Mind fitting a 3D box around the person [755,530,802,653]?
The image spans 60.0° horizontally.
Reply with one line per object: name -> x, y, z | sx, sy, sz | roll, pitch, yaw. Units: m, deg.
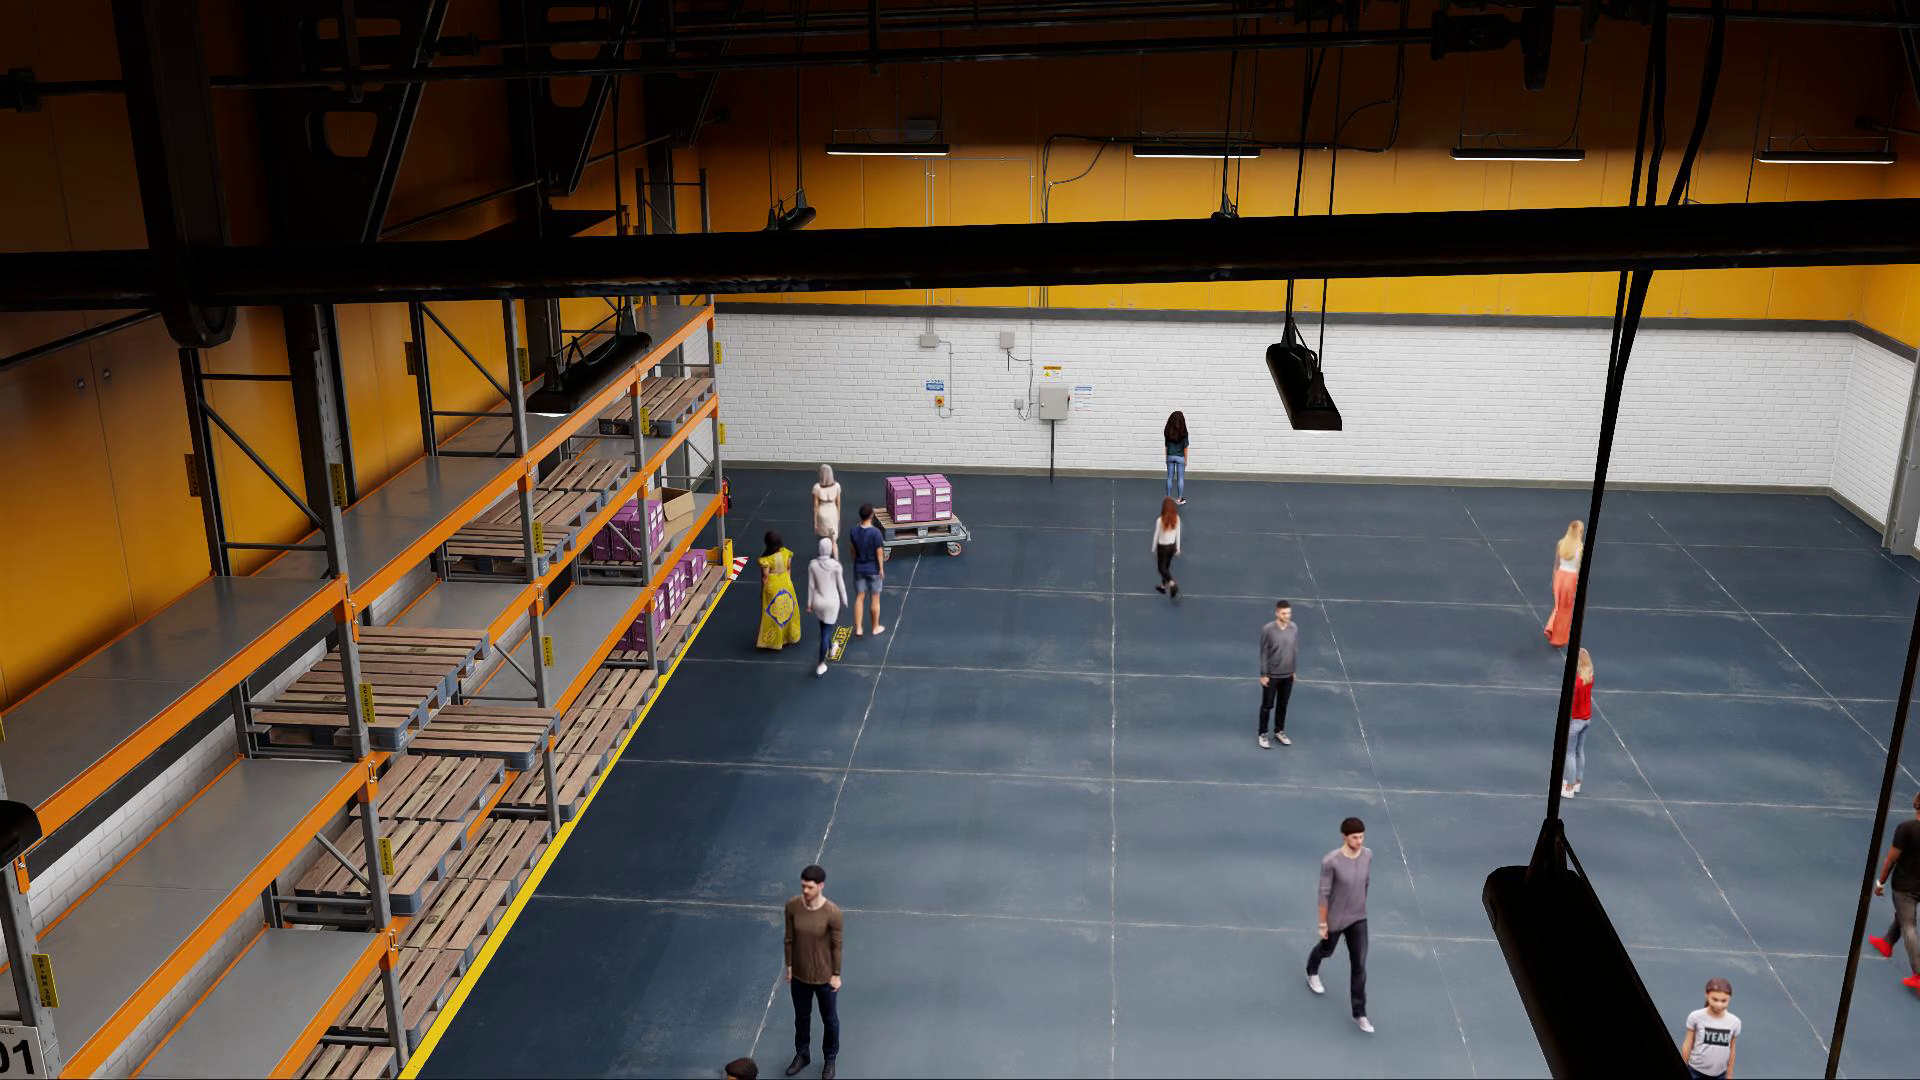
person -> -2.437, 0.652, 22.063 | 0.988, 1.661, 1.059 | -16, 25, -40

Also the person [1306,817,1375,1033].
person -> 3.236, 3.197, 14.279 | 0.993, 1.806, 1.281 | -6, 19, -17

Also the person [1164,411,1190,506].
person -> 3.667, -1.402, 28.230 | 0.675, 1.617, 0.691 | 8, 20, 22

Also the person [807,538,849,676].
person -> -1.743, 0.882, 21.270 | 0.761, 1.732, 1.147 | 5, 19, 14

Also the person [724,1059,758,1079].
person -> -1.473, 4.338, 11.564 | 0.756, 1.715, 0.741 | -17, 25, -42

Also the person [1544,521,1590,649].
person -> 7.960, 0.612, 21.971 | 0.918, 1.795, 0.861 | -12, 22, -32

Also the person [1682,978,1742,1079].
person -> 5.557, 3.952, 12.420 | 0.554, 1.562, 0.541 | 3, 19, 10

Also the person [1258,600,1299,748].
person -> 3.694, 1.532, 19.293 | 0.687, 1.761, 0.654 | -5, 19, -15

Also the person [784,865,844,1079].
person -> -1.167, 3.454, 13.388 | 0.696, 1.888, 0.637 | 6, 19, 16

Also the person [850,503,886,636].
person -> -1.260, 0.399, 22.515 | 0.671, 1.853, 0.662 | 5, 19, 16

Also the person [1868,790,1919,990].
person -> 8.442, 3.094, 14.641 | 0.793, 1.769, 1.221 | -2, 19, -6

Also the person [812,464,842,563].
person -> -1.930, -0.232, 24.649 | 0.942, 1.685, 1.257 | -6, 20, -19

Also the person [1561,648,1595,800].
person -> 6.688, 1.980, 18.049 | 0.660, 1.706, 0.741 | -17, 25, -41

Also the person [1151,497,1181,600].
person -> 3.000, 0.137, 23.893 | 0.809, 1.468, 0.959 | -8, 20, -24
